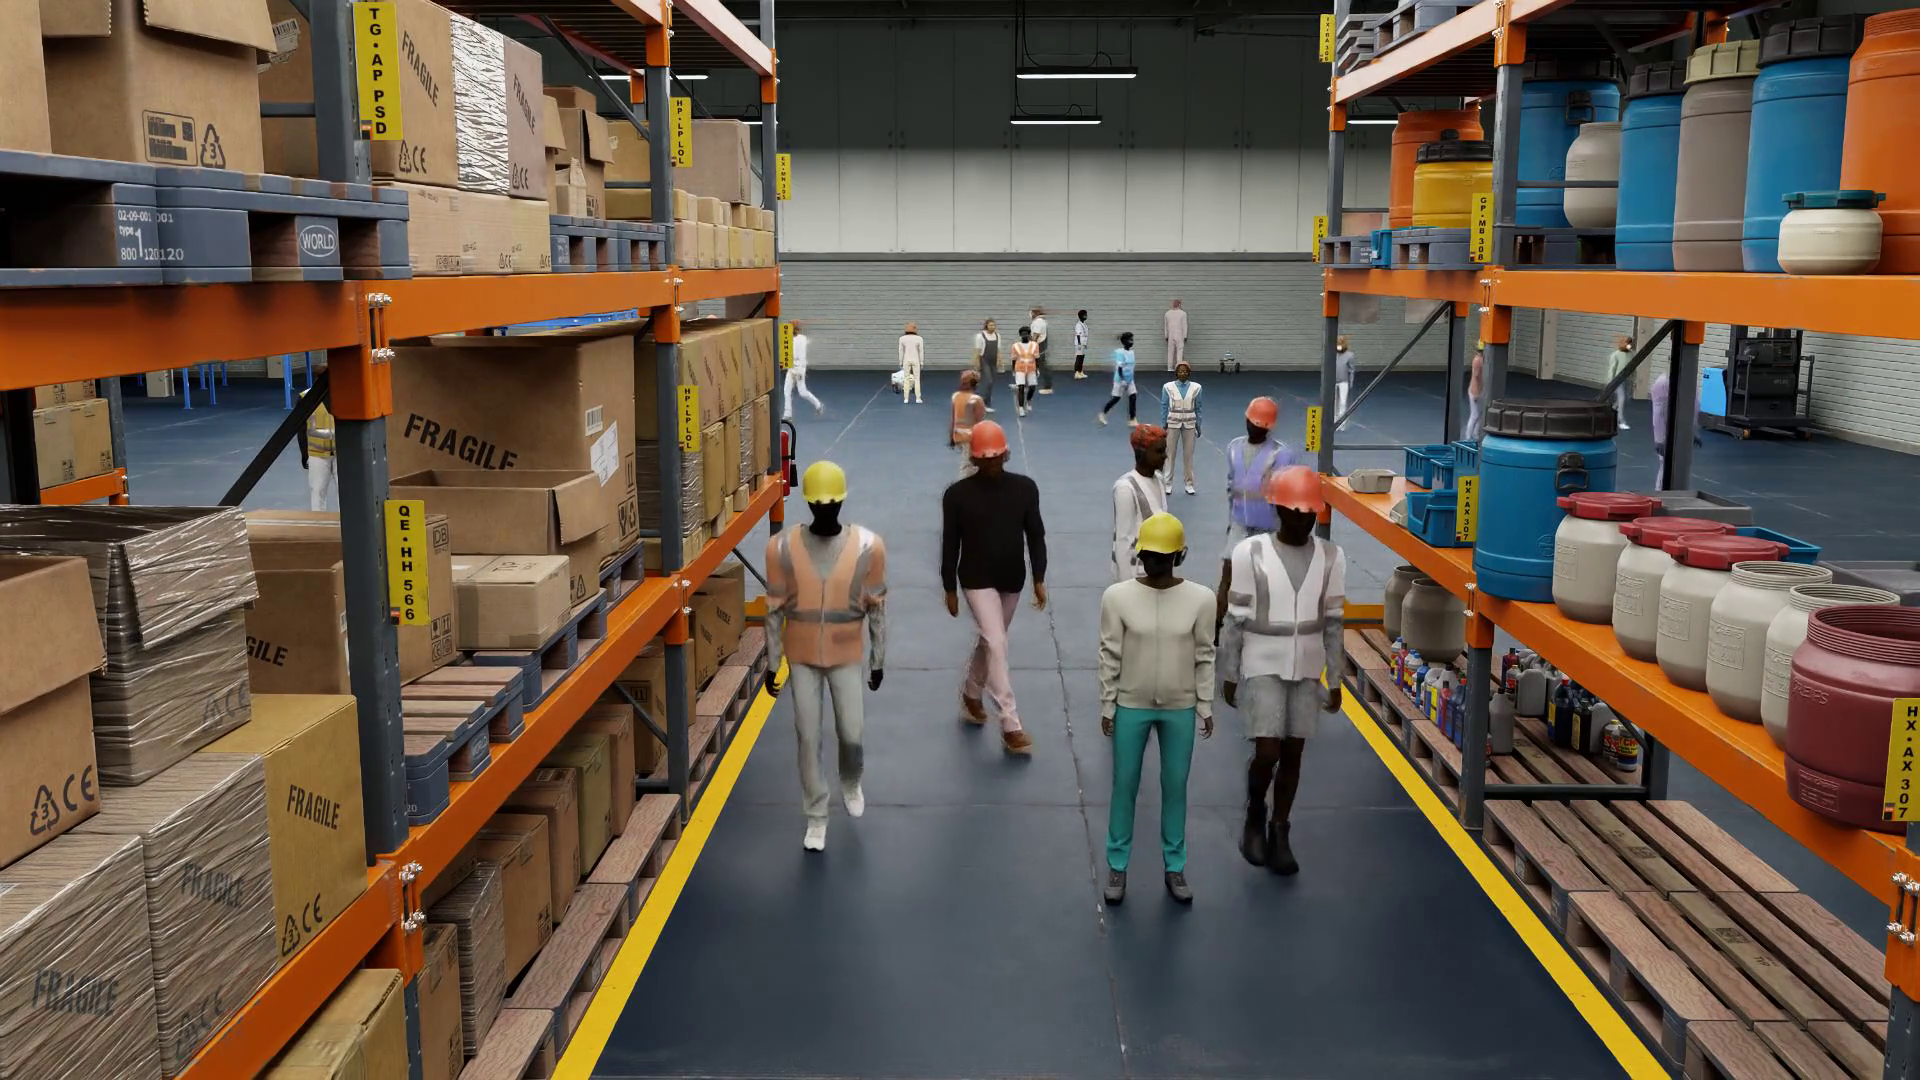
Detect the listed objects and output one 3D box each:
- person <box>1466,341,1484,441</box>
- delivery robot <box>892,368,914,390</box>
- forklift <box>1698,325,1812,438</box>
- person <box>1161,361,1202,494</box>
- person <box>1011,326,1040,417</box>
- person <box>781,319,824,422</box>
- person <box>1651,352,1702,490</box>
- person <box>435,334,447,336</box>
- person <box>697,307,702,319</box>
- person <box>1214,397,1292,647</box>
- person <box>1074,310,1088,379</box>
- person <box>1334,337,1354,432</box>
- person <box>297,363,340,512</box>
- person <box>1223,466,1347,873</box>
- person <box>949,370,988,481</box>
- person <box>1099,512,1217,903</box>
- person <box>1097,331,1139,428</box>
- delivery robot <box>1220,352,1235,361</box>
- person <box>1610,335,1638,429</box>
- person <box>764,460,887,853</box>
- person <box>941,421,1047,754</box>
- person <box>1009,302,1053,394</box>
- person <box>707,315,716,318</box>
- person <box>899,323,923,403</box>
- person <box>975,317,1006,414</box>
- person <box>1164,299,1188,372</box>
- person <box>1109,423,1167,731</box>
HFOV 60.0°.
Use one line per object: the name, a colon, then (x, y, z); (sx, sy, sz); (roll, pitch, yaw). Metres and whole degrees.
person: (7.979, -2.259, 25.507); (0.543, 1.725, 0.488); (-8, 12, -39)
delivery robot: (-1.246, -3.548, 36.588); (0.477, 0.478, 0.707); (-3, 10, -20)
forklift: (13.248, -3.165, 27.620); (1.129, 2.768, 1.873); (0, 9, 1)
person: (2.735, -1.389, 20.564); (0.515, 1.641, 0.308); (0, 9, -1)
person: (1.210, -3.151, 30.984); (0.544, 1.679, 0.431); (-1, 10, -4)
person: (-2.874, -3.048, 29.866); (0.820, 1.856, 0.580); (-8, 13, -41)
person: (8.106, -1.202, 18.782); (0.735, 1.891, 0.429); (-5, 11, -30)
person: (-8.313, -2.532, 27.111); (0.546, 1.732, 0.665); (7, 12, 37)
person: (-5.702, -4.083, 35.802); (0.635, 1.939, 0.361); (-5, 11, -28)
person: (2.119, -0.121, 12.282); (0.590, 1.869, 0.979); (9, 13, 42)
person: (2.999, -4.841, 41.094); (0.321, 1.689, 0.530); (4, 10, 21)
person: (6.368, -2.616, 28.039); (0.500, 1.593, 0.839); (4, 10, 20)
person: (-6.402, -0.883, 16.944); (0.624, 1.841, 0.430); (-4, 10, -22)
person: (1.520, 0.609, 7.717); (0.556, 1.924, 0.414); (-2, 10, -9)
person: (0.176, -1.132, 19.070); (0.655, 1.614, 0.552); (-7, 12, -37)
person: (0.880, 0.744, 7.417); (0.526, 1.765, 0.329); (0, 9, 1)
person: (2.770, -2.778, 28.770); (0.787, 1.672, 0.524); (8, 12, 39)
delivery robot: (6.936, -4.754, 43.036); (0.335, 0.223, 0.698); (4, 10, 23)
person: (11.462, -2.751, 28.827); (0.504, 1.611, 0.681); (-2, 10, -12)
person: (-0.657, 0.549, 8.152); (0.603, 1.914, 0.518); (0, 9, -1)
person: (0.179, 0.232, 9.995); (0.600, 1.935, 1.043); (-4, 10, -25)
person: (1.574, -4.179, 36.206); (1.004, 2.000, 0.699); (1, 9, 3)
person: (-4.379, -3.008, 29.402); (0.543, 1.928, 0.373); (-3, 10, -15)
person: (-0.992, -3.599, 33.824); (0.501, 1.631, 0.287); (1, 10, 5)
person: (0.595, -3.298, 31.485); (0.502, 1.815, 0.721); (-7, 12, -38)
person: (5.649, -5.324, 43.338); (0.652, 1.906, 0.402); (7, 12, 36)
person: (1.106, 0.221, 10.186); (0.337, 1.882, 0.583); (5, 11, 27)
